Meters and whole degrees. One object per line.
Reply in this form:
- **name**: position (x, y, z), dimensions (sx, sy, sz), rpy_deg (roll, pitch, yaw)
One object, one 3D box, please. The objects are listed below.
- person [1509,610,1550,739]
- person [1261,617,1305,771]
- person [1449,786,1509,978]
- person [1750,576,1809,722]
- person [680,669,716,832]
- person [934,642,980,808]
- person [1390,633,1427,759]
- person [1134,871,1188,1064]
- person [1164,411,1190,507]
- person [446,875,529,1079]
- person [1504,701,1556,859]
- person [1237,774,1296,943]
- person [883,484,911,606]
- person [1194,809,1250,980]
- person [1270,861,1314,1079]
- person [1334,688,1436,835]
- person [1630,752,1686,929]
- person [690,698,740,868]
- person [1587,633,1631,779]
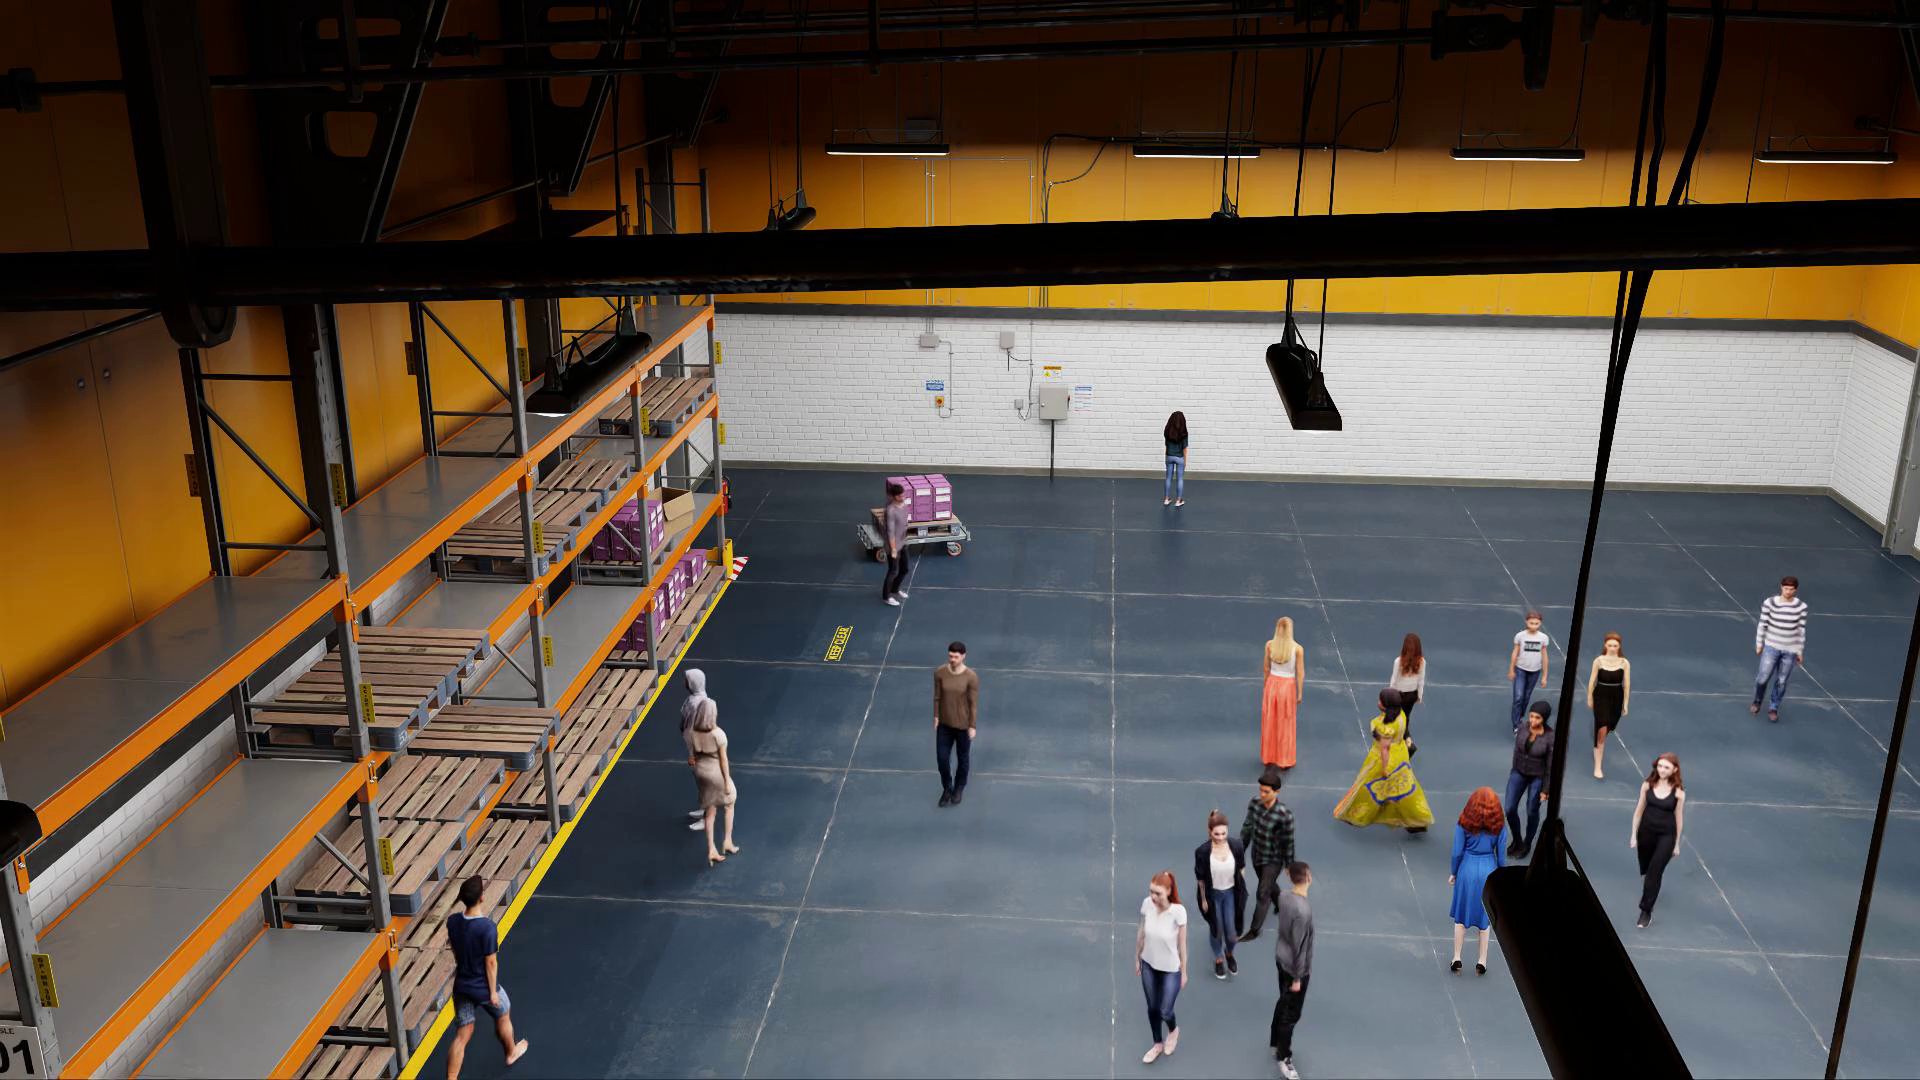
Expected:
- **person**: position (6.700, 1.531, 19.665), dimensions (0.577, 1.525, 1.015), rpy_deg (3, 19, 9)
- **person**: position (3.602, 1.715, 18.685), dimensions (0.718, 1.802, 0.731), rpy_deg (11, 22, 30)
- **person**: position (4.567, 3.030, 14.743), dimensions (0.652, 1.827, 0.618), rpy_deg (5, 19, 13)
- **person**: position (9.848, 1.263, 19.969), dimensions (0.744, 1.839, 0.749), rpy_deg (7, 20, 19)
- **person**: position (-2.727, 2.172, 17.371), dimensions (0.702, 1.775, 0.517), rpy_deg (-1, 19, -3)
- **person**: position (-0.021, 1.934, 17.922), dimensions (0.706, 1.873, 0.707), rpy_deg (5, 19, 14)
- **person**: position (5.102, 1.800, 18.954), dimensions (0.703, 1.469, 0.933), rpy_deg (-3, 19, -10)
- **person**: position (1.701, 3.465, 13.610), dimensions (0.725, 1.725, 0.774), rpy_deg (13, 22, 33)
- **person**: position (3.655, -1.389, 28.197), dimensions (0.673, 1.613, 0.693), rpy_deg (9, 21, 25)
- **person**: position (-3.878, 3.584, 13.138), dimensions (0.835, 1.801, 1.244), rpy_deg (6, 20, 17)
- **person**: position (5.807, 2.397, 16.770), dimensions (0.840, 1.731, 0.784), rpy_deg (-16, 25, -40)
- **person**: position (2.944, 2.931, 15.619), dimensions (1.118, 1.684, 1.112), rpy_deg (-13, 23, -34)
- **person**: position (-0.949, 0.053, 23.601), dimensions (0.874, 1.815, 0.728), rpy_deg (4, 19, 12)
- **person**: position (2.294, 3.106, 14.764), dimensions (0.653, 1.668, 0.649), rpy_deg (-2, 19, -7)
- **person**: position (2.690, 3.485, 13.516), dimensions (0.912, 1.746, 0.585), rpy_deg (0, 19, 1)
- **person**: position (4.511, 2.321, 17.186), dimensions (1.227, 1.611, 1.293), rpy_deg (13, 23, 35)
- **person**: position (6.614, 2.761, 15.704), dimensions (0.938, 1.723, 1.138), rpy_deg (13, 23, 34)
- **person**: position (-2.538, 2.461, 16.624), dimensions (0.785, 1.703, 0.801), rpy_deg (11, 22, 29)
- **person**: position (7.306, 1.805, 18.759), dimensions (0.610, 1.585, 1.081), rpy_deg (3, 19, 9)
